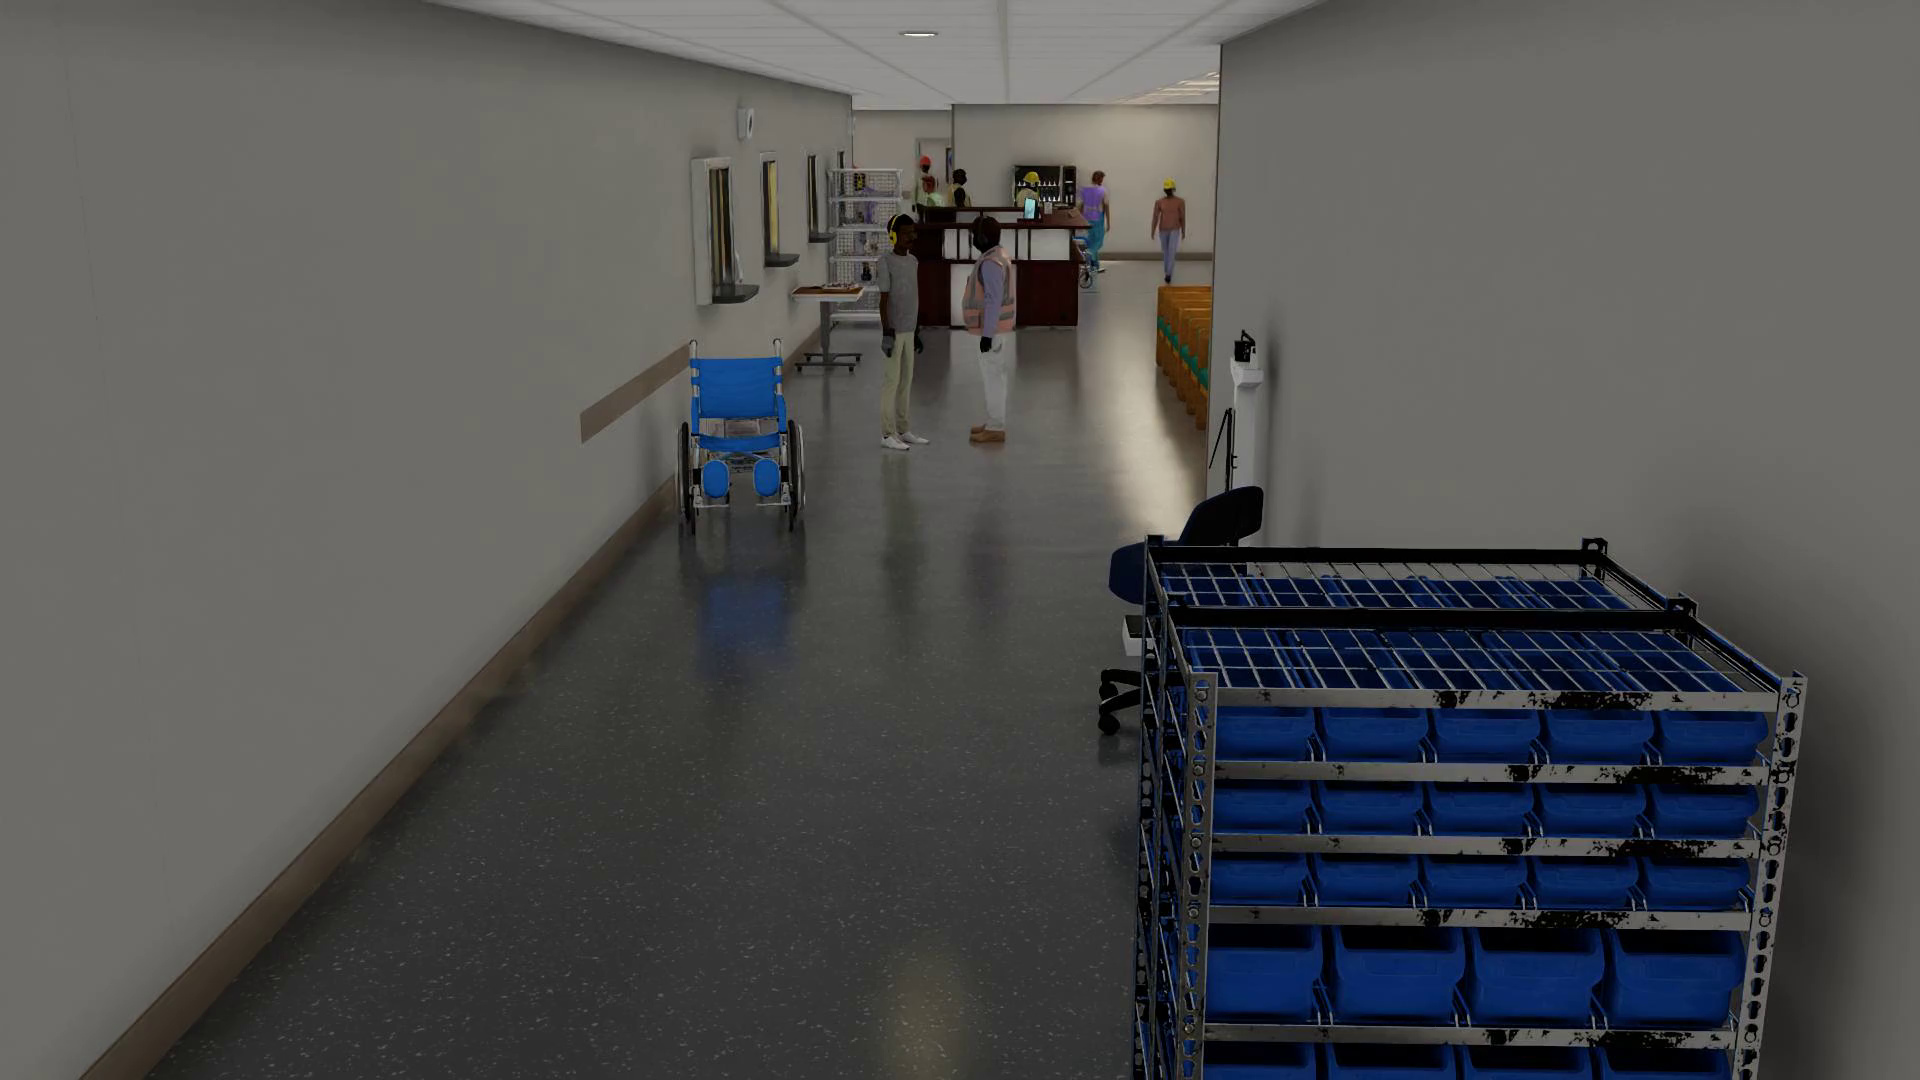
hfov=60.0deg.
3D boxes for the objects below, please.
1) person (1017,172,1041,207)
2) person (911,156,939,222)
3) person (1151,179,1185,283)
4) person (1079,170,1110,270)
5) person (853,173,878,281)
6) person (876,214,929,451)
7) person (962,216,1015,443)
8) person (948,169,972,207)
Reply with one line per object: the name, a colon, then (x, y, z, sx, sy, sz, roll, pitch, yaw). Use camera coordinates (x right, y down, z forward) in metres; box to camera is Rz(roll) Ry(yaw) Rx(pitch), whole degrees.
person: (1.196, -5.402, 28.605, 0.403, 1.824, 0.596, -7, 15, -25)
person: (-0.721, -7.244, 35.773, 0.616, 1.977, 0.516, -8, 16, -30)
person: (3.519, -5.221, 28.082, 0.543, 1.717, 0.905, 5, 15, 18)
person: (2.392, -5.731, 29.952, 0.585, 1.814, 0.619, 9, 16, 32)
person: (-1.576, -5.317, 28.142, 0.471, 1.887, 0.644, -9, 16, -32)
person: (-0.462, -1.664, 13.334, 0.328, 1.872, 0.513, 8, 16, 30)
person: (0.230, -1.721, 13.631, 0.430, 1.839, 0.626, 1, 14, 5)
person: (-0.002, -5.734, 29.907, 0.429, 1.846, 0.625, -3, 14, -13)
